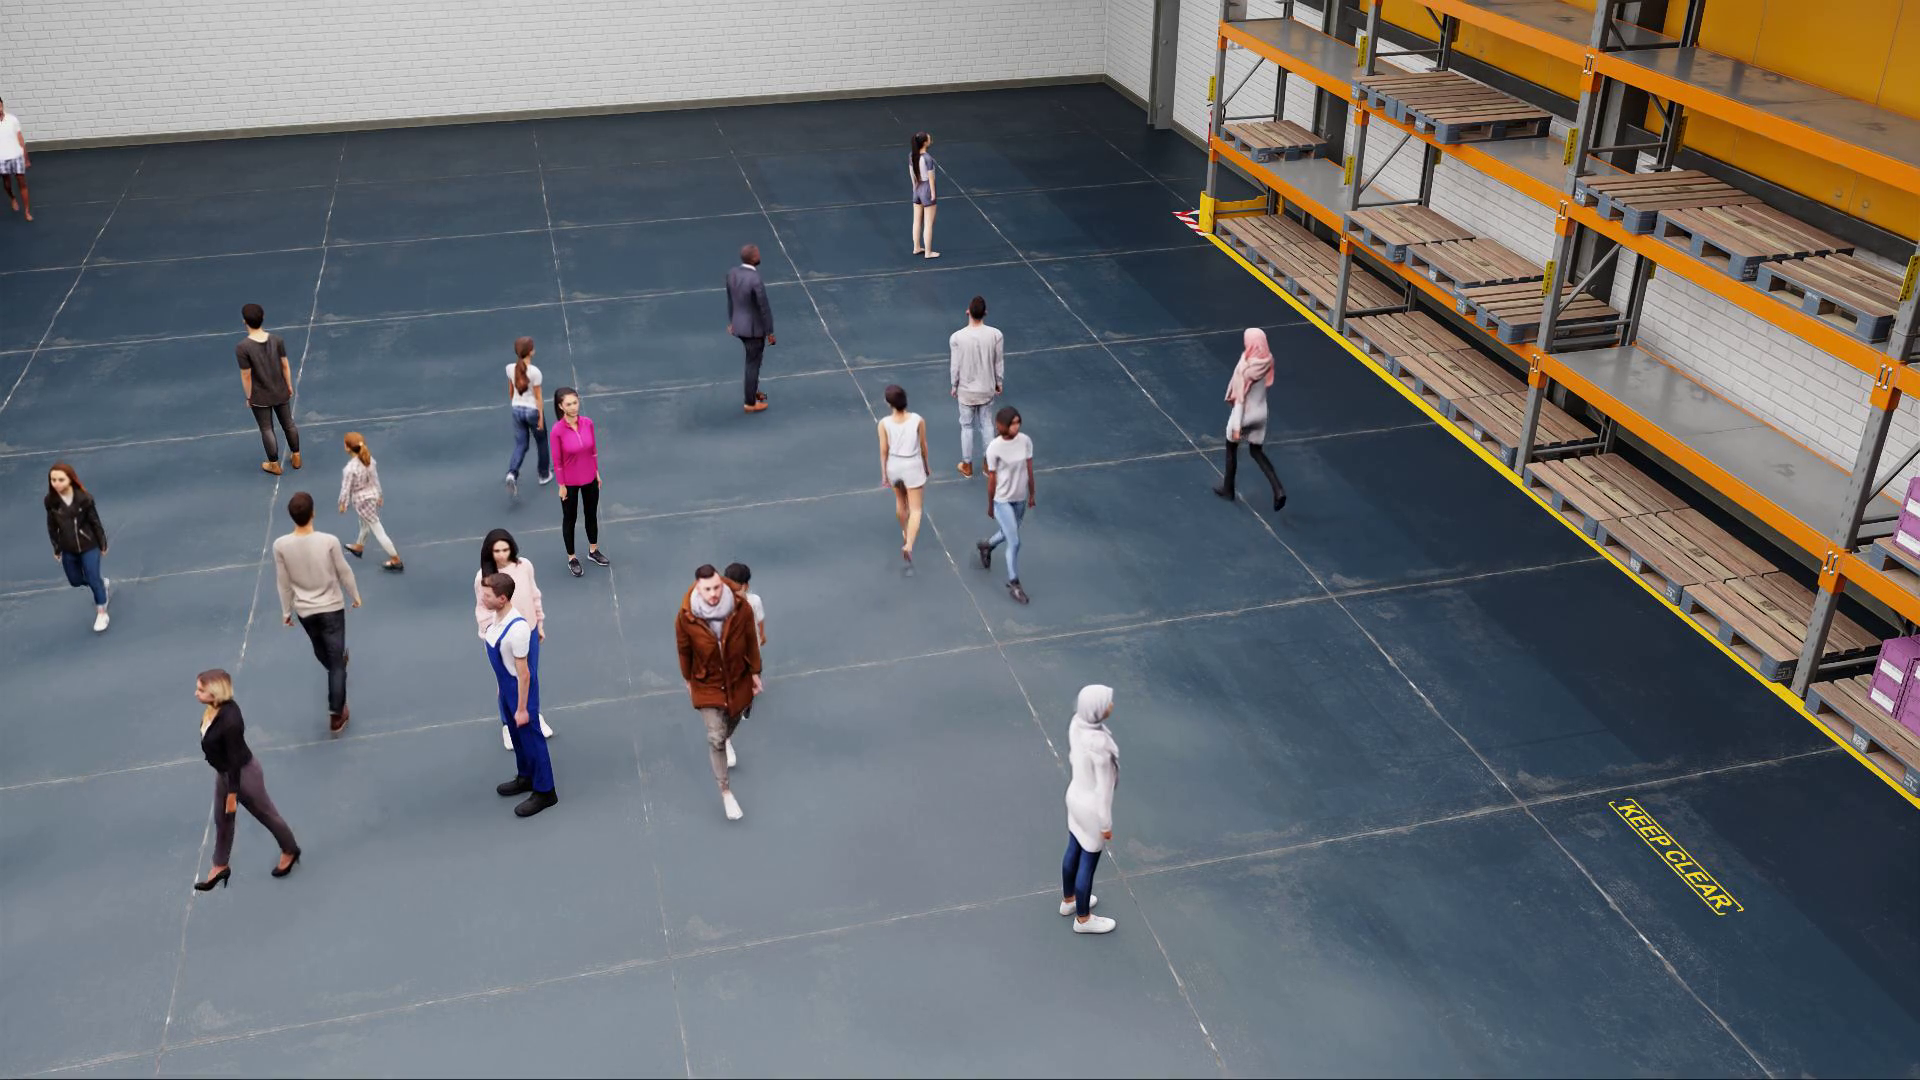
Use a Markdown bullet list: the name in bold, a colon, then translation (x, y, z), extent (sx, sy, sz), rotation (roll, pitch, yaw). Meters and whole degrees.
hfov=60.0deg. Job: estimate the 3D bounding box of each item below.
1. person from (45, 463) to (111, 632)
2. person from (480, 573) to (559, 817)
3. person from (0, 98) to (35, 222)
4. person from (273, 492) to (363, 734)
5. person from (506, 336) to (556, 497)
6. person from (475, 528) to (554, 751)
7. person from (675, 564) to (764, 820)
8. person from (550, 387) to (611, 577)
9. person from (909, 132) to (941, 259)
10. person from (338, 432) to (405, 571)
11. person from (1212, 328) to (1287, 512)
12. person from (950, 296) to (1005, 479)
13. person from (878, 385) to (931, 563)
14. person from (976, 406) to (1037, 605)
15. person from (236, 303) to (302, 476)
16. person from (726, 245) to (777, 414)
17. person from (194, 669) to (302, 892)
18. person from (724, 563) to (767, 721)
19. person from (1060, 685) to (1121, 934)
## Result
- **person**: translation (-7.192, 0.008, 13.631), extent (0.643, 1.472, 0.795), rotation (-2, 29, -4)
- **person**: translation (-3.027, 1.022, 11.376), extent (0.753, 1.850, 0.613), rotation (-17, 33, -29)
- **person**: translation (-13.257, -5.340, 23.175), extent (0.811, 1.721, 0.907), rotation (-20, 34, -32)
- **person**: translation (-4.719, 0.573, 12.242), extent (0.797, 1.811, 1.217), rotation (-3, 29, -6)
- **person**: translation (-4.109, -1.156, 15.699), extent (0.850, 1.535, 1.040), rotation (7, 29, 13)
- **person**: translation (-3.245, 0.686, 12.078), extent (0.713, 1.768, 0.661), rotation (-18, 33, -29)
- **person**: translation (-1.668, 0.951, 11.562), extent (0.824, 1.798, 1.208), rotation (-12, 31, -21)
- **person**: translation (-3.312, -0.529, 14.379), extent (0.681, 1.699, 0.712), rotation (-24, 37, -37)
- **person**: translation (-0.477, -4.517, 21.740), extent (0.731, 1.651, 0.613), rotation (-24, 36, -36)
- **person**: translation (-5.098, -0.305, 14.416), extent (0.933, 1.269, 0.934), rotation (11, 31, 20)
- **person**: translation (2.733, -1.081, 15.307), extent (0.871, 1.779, 1.170), rotation (-18, 34, -30)
- **person**: translation (0.162, -1.478, 15.969), extent (0.696, 1.841, 0.584), rotation (-5, 29, -9)
- **person**: translation (-0.485, -0.572, 14.570), extent (0.822, 1.591, 1.081), rotation (3, 29, 6)
- **person**: translation (0.372, -0.355, 14.067), extent (0.839, 1.691, 1.132), rotation (-19, 34, -31)
- **person**: translation (-6.684, -1.463, 16.071), extent (0.704, 1.717, 0.706), rotation (-23, 36, -36)
- **person**: translation (-2.235, -2.164, 17.262), extent (0.872, 1.809, 0.747), rotation (-23, 36, -35)
- **person**: translation (-4.521, 1.513, 10.689), extent (0.886, 1.648, 0.933), rotation (-20, 35, -33)
- **person**: translation (-1.632, 0.704, 12.620), extent (0.676, 1.218, 0.936), rotation (2, 29, 3)
- **person**: translation (0.792, 1.651, 10.303), extent (0.684, 1.775, 0.484), rotation (-9, 30, -16)
